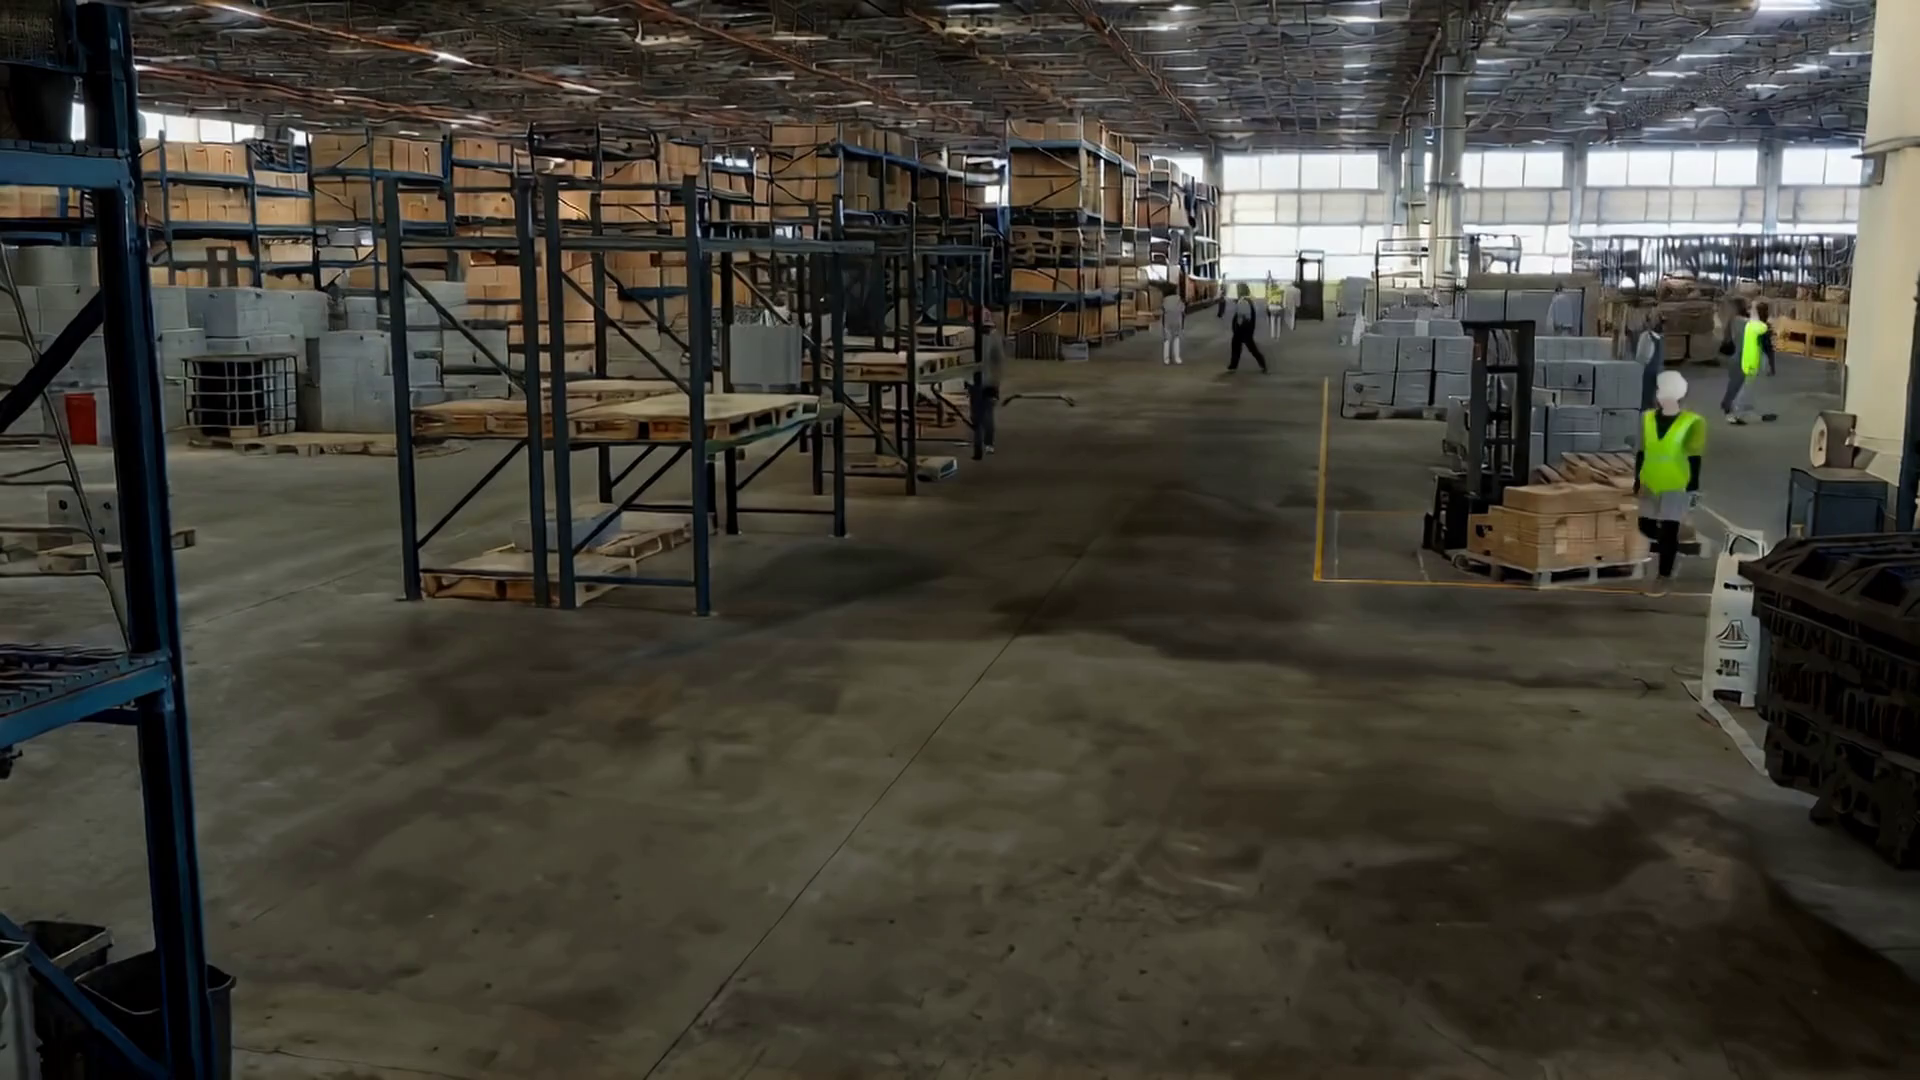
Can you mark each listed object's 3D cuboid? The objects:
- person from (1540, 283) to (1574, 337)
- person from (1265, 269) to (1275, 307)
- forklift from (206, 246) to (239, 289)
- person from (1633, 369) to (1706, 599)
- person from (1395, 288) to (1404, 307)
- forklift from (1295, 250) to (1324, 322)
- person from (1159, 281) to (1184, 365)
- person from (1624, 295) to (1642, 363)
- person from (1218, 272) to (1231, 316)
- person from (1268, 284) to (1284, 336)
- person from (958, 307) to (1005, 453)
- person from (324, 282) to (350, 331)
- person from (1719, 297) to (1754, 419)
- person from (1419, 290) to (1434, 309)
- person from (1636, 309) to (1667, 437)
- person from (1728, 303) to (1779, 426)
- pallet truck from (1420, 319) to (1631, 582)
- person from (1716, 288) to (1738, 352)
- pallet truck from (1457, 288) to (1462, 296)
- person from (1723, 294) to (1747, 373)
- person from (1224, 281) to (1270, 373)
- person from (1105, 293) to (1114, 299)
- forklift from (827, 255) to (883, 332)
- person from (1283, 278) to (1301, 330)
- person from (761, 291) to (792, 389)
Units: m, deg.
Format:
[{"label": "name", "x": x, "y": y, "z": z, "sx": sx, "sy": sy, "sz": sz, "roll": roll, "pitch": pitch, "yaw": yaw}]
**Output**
[{"label": "person", "x": 13.632, "y": -4.854, "z": 37.810, "sx": 0.625, "sy": 1.927, "sz": 1.066, "roll": -6, "pitch": 11, "yaw": -32}, {"label": "person", "x": 16.243, "y": -13.190, "z": 87.061, "sx": 0.610, "sy": 1.950, "sz": 0.377, "roll": -5, "pitch": 11, "yaw": -26}, {"label": "forklift", "x": -20.433, "y": -6.772, "z": 46.305, "sx": 1.129, "sy": 2.768, "sz": 1.873, "roll": 5, "pitch": 11, "yaw": 28}, {"label": "person", "x": 5.238, "y": -0.422, "z": 12.236, "sx": 0.545, "sy": 1.687, "sz": 0.540, "roll": -7, "pitch": 12, "yaw": -34}, {"label": "person", "x": 15.260, "y": -8.066, "z": 57.698, "sx": 0.384, "sy": 1.623, "sz": 0.506, "roll": 3, "pitch": 10, "yaw": 18}, {"label": "forklift", "x": 13.778, "y": -10.002, "z": 65.433, "sx": 1.129, "sy": 2.768, "sz": 1.873, "roll": 2, "pitch": 10, "yaw": 12}, {"label": "person", "x": 4.981, "y": -5.092, "z": 39.101, "sx": 0.652, "sy": 1.956, "sz": 0.401, "roll": 6, "pitch": 11, "yaw": 33}, {"label": "person", "x": 15.213, "y": -4.673, "z": 37.415, "sx": 0.550, "sy": 1.676, "sz": 0.540, "roll": -9, "pitch": 13, "yaw": -42}, {"label": "person", "x": 11.546, "y": -10.732, "z": 72.663, "sx": 0.552, "sy": 1.898, "sz": 0.916, "roll": 1, "pitch": 10, "yaw": 8}, {"label": "person", "x": 10.195, "y": -7.425, "z": 53.702, "sx": 0.540, "sy": 1.680, "sz": 0.646, "roll": 1, "pitch": 10, "yaw": 6}, {"label": "person", "x": 0.238, "y": -2.045, "z": 21.296, "sx": 0.762, "sy": 1.875, "sz": 0.425, "roll": 7, "pitch": 12, "yaw": 36}, {"label": "person", "x": -15.377, "y": -5.402, "z": 41.078, "sx": 0.596, "sy": 1.910, "sz": 0.384, "roll": -7, "pitch": 12, "yaw": -38}, {"label": "person", "x": 12.042, "y": -2.816, "z": 25.776, "sx": 0.466, "sy": 1.898, "sz": 0.614, "roll": 2, "pitch": 10, "yaw": 9}, {"label": "person", "x": 9.648, "y": -4.265, "z": 34.542, "sx": 0.766, "sy": 1.845, "sz": 0.523, "roll": -1, "pitch": 10, "yaw": -4}, {"label": "person", "x": 9.002, "y": -2.062, "z": 21.532, "sx": 0.640, "sy": 1.823, "sz": 0.552, "roll": 8, "pitch": 13, "yaw": 41}, {"label": "person", "x": 11.900, "y": -2.601, "z": 24.723, "sx": 0.922, "sy": 1.818, "sz": 0.556, "roll": -2, "pitch": 10, "yaw": -9}, {"label": "pallet truck", "x": 4.543, "y": -0.757, "z": 13.299, "sx": 0.823, "sy": 1.965, "sz": 1.885, "roll": -4, "pitch": 10, "yaw": -22}, {"label": "person", "x": 20.028, "y": -5.716, "z": 43.426, "sx": 0.528, "sy": 1.742, "sz": 0.791, "roll": 4, "pitch": 10, "yaw": 20}, {"label": "pallet truck", "x": 20.506, "y": -9.785, "z": 68.819, "sx": 0.653, "sy": 1.274, "sz": 1.630, "roll": 2, "pitch": 10, "yaw": 12}, {"label": "person", "x": 16.873, "y": -4.471, "z": 36.101, "sx": 0.641, "sy": 1.709, "sz": 0.548, "roll": 2, "pitch": 10, "yaw": 13}, {"label": "person", "x": 6.267, "y": -4.650, "z": 36.225, "sx": 0.883, "sy": 2.000, "sz": 0.683, "roll": 7, "pitch": 12, "yaw": 34}, {"label": "person", "x": 7.254, "y": -12.194, "z": 81.482, "sx": 0.627, "sy": 1.846, "sz": 0.429, "roll": -2, "pitch": 10, "yaw": -12}, {"label": "forklift", "x": -2.359, "y": -4.943, "z": 35.474, "sx": 1.129, "sy": 2.768, "sz": 1.873, "roll": 2, "pitch": 10, "yaw": 12}, {"label": "person", "x": 11.600, "y": -8.234, "z": 58.142, "sx": 0.599, "sy": 1.807, "sz": 0.737, "roll": 1, "pitch": 10, "yaw": 5}, {"label": "person", "x": -3.487, "y": -3.808, "z": 31.745, "sx": 0.570, "sy": 1.865, "sz": 0.445, "roll": 0, "pitch": 10, "yaw": 1}]
